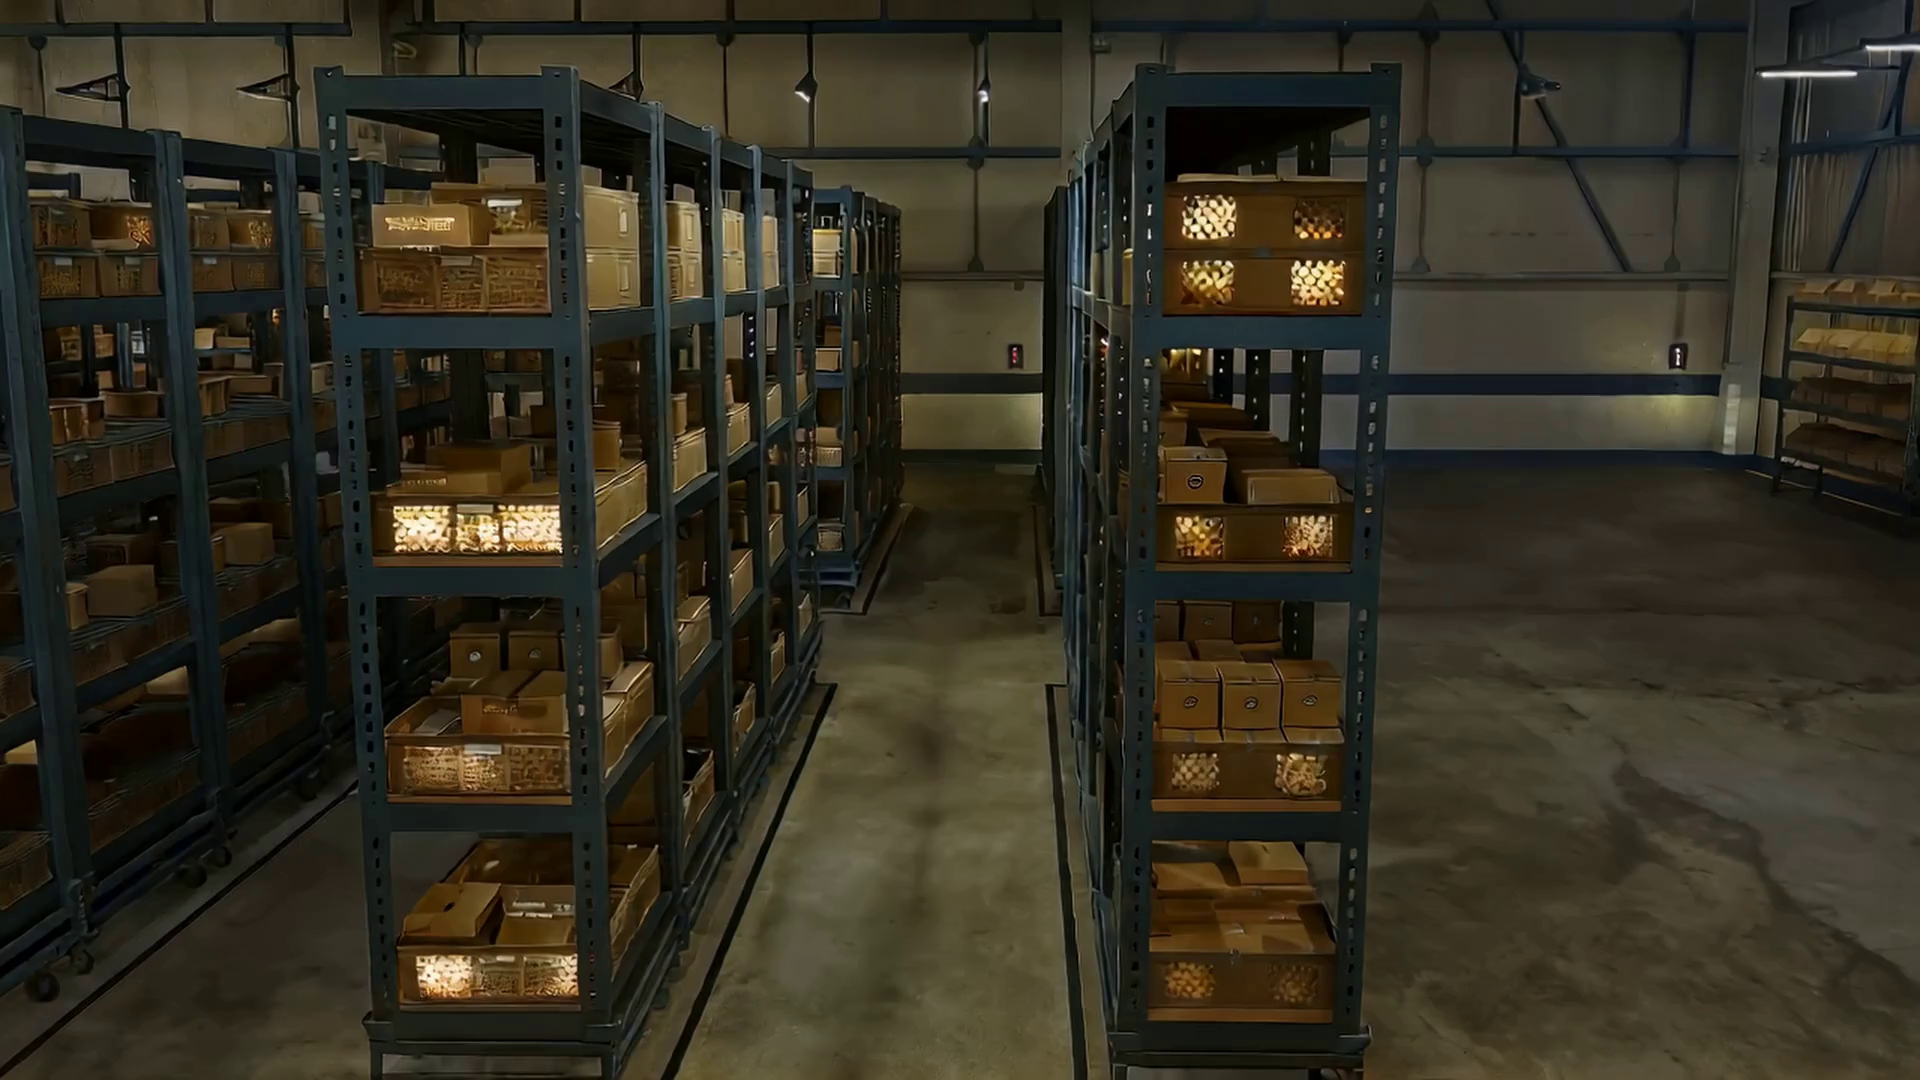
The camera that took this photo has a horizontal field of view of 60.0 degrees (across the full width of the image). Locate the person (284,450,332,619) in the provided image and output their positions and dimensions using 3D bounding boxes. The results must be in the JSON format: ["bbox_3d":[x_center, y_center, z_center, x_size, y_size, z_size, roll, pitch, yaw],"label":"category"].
[{"bbox_3d":[-5.290,-0.106,13.143,0.854,1.812,0.596,3,10,19],"label":"person"}]
